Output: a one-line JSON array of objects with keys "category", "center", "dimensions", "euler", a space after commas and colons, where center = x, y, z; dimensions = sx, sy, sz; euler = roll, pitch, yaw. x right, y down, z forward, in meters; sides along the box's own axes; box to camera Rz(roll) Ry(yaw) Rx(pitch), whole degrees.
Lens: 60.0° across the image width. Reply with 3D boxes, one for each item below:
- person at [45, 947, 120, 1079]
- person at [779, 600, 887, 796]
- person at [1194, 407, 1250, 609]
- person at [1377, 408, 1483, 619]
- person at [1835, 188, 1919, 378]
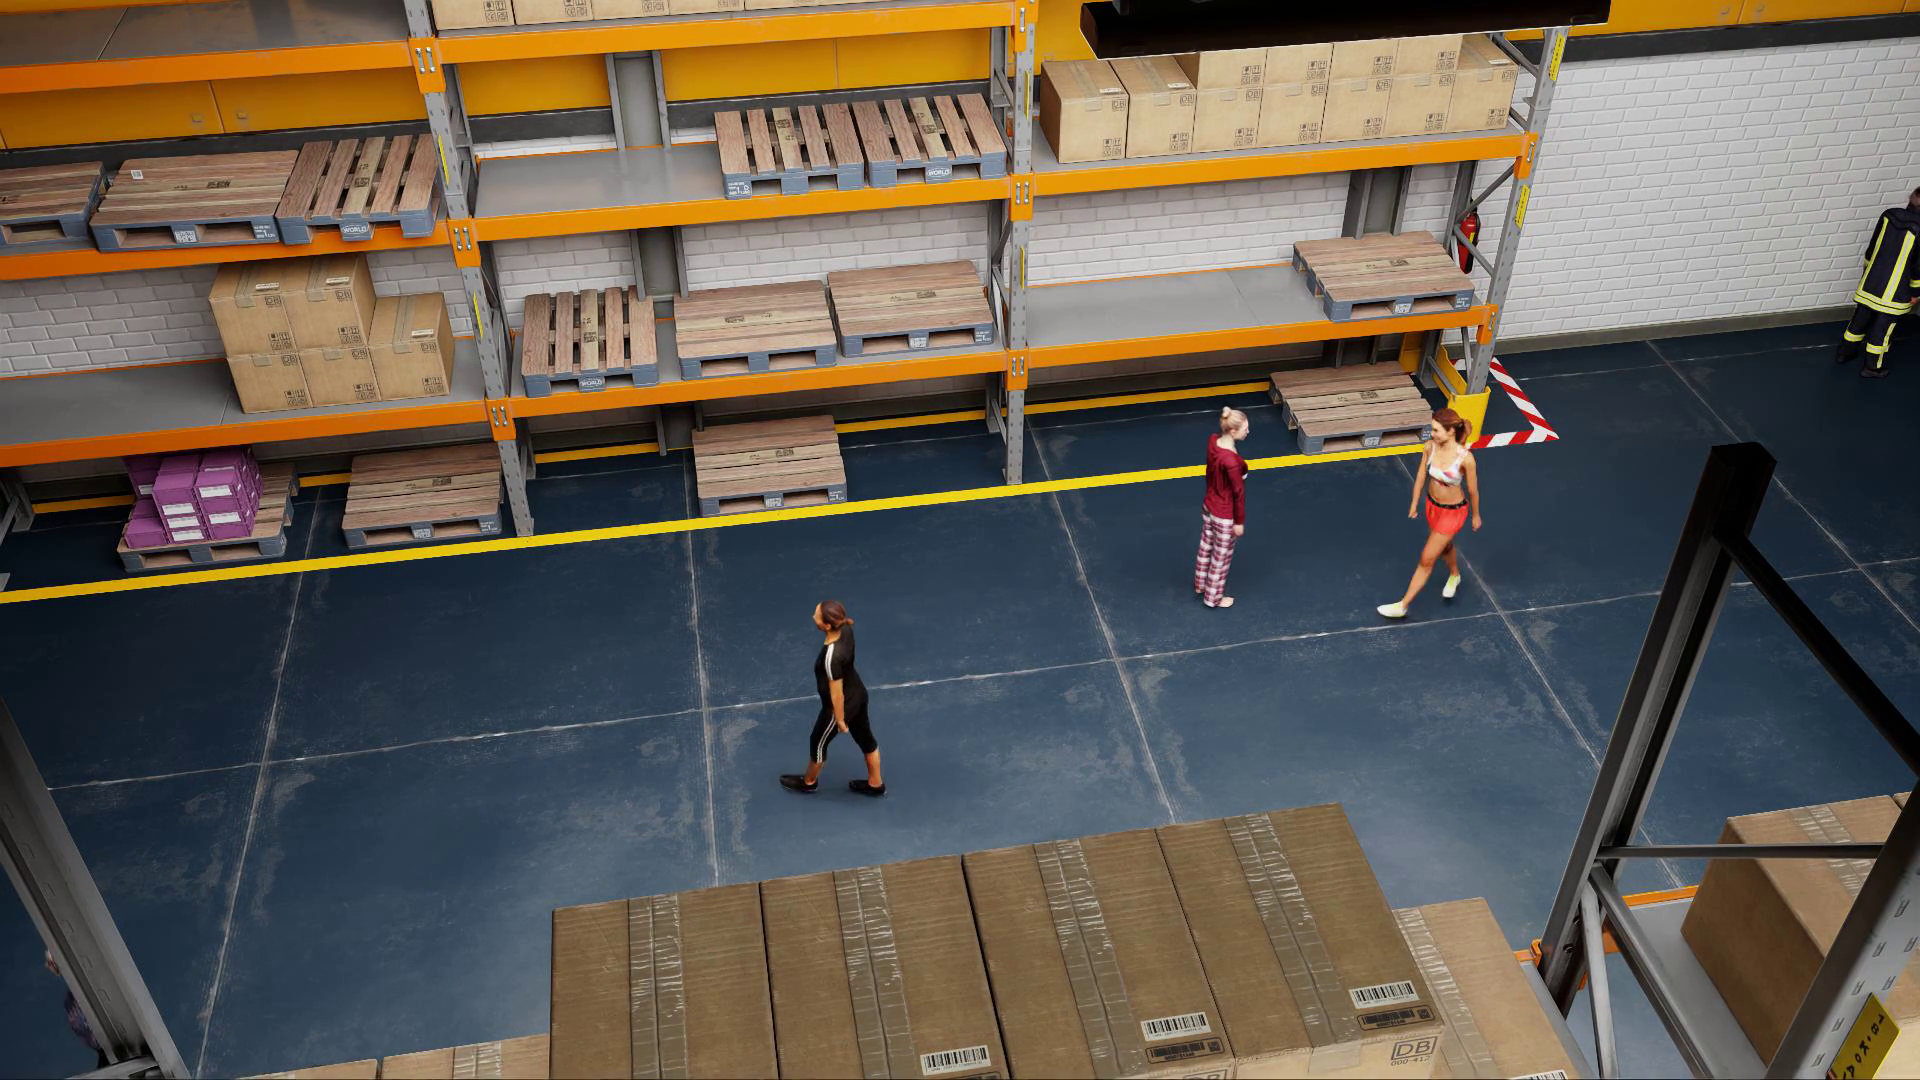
[{"category": "person", "center": [-4.310, 2.563, 8.703], "dimensions": [0.741, 1.709, 0.675], "euler": [-18, 42, -21]}, {"category": "person", "center": [-0.672, 1.050, 10.652], "dimensions": [1.025, 1.641, 0.835], "euler": [11, 40, 14]}, {"category": "person", "center": [1.926, -0.247, 12.224], "dimensions": [0.549, 1.705, 0.647], "euler": [-12, 40, -15]}, {"category": "person", "center": [3.609, -0.221, 12.173], "dimensions": [1.214, 1.729, 1.000], "euler": [-30, 47, -32]}, {"category": "person", "center": [8.236, -2.323, 14.698], "dimensions": [0.789, 1.862, 0.831], "euler": [-16, 41, -19]}]
